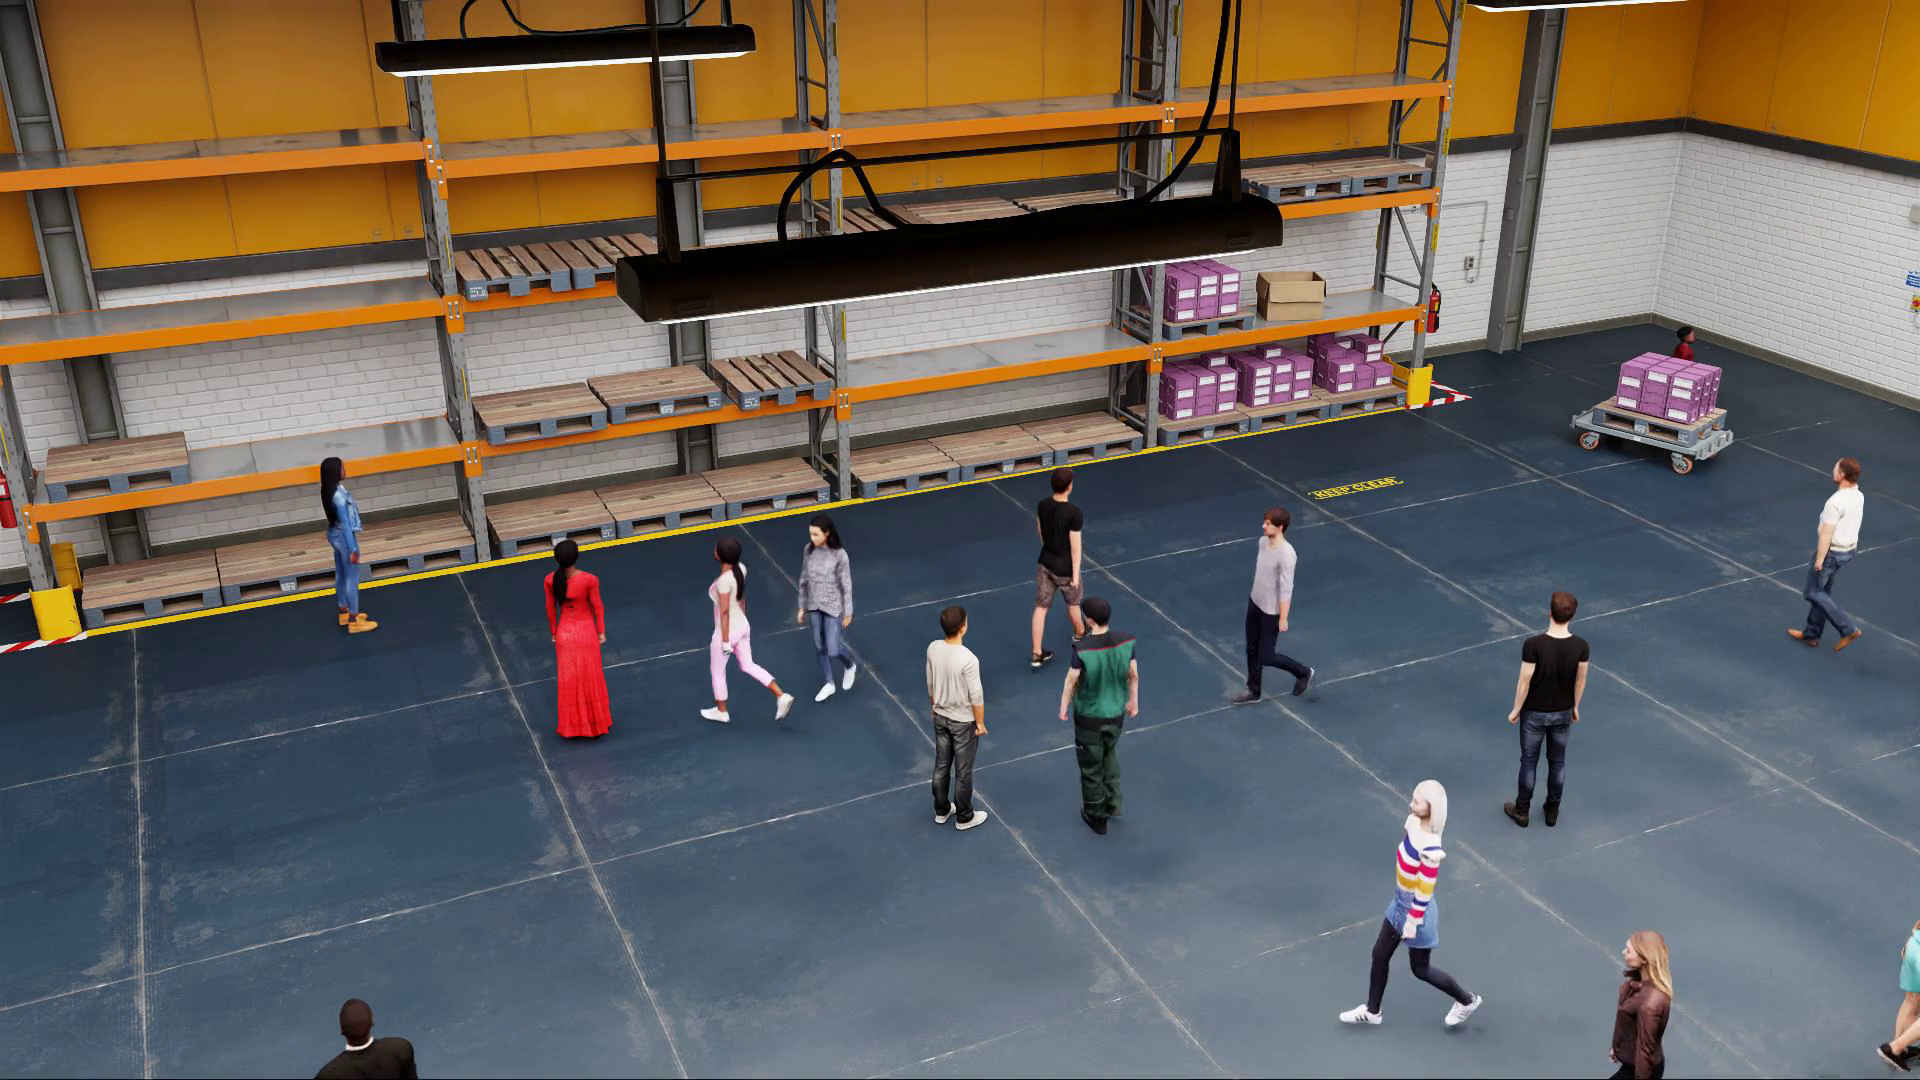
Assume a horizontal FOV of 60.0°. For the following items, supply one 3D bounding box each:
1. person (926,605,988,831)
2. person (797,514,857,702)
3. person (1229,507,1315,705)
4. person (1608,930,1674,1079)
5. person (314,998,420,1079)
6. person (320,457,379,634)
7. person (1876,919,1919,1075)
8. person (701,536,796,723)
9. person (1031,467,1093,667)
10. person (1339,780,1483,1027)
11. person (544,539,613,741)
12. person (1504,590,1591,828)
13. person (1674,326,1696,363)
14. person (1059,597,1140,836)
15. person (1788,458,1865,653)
[{"bbox_3d":[-0.041,1.321,12.403,0.729,1.812,0.716,17,29,34],"label":"person"},{"bbox_3d":[-1.093,0.552,14.283,0.772,1.715,0.823,13,27,27],"label":"person"},{"bbox_3d":[2.689,0.575,14.095,0.979,1.825,0.752,-6,24,-14],"label":"person"},{"bbox_3d":[3.744,2.881,8.991,0.797,1.687,0.723,10,25,21],"label":"person"},{"bbox_3d":[-2.940,3.066,8.428,0.577,1.799,0.769,-18,30,-36],"label":"person"},{"bbox_3d":[-5.743,0.034,15.474,0.571,1.711,0.624,-16,28,-32],"label":"person"},{"bbox_3d":[5.777,2.535,9.965,0.726,1.541,0.640,-5,24,-11],"label":"person"},{"bbox_3d":[-1.806,0.784,13.748,1.105,1.719,1.034,7,25,16],"label":"person"},{"bbox_3d":[0.815,0.269,14.801,1.030,1.820,1.278,17,29,34],"label":"person"},{"bbox_3d":[2.881,2.289,10.228,1.187,1.781,0.890,-2,24,-5],"label":"person"},{"bbox_3d":[-3.136,0.819,13.587,0.678,1.784,0.781,1,24,2],"label":"person"},{"bbox_3d":[4.389,1.272,12.411,0.684,1.896,0.819,1,24,3],"label":"person"},{"bbox_3d":[8.992,-2.074,20.871,0.631,1.250,0.589,4,24,10],"label":"person"},{"bbox_3d":[1.080,1.331,12.299,0.584,1.878,0.771,-11,26,-24],"label":"person"},{"bbox_3d":[7.954,0.179,14.988,0.897,1.834,0.813,-14,27,-30],"label":"person"}]
